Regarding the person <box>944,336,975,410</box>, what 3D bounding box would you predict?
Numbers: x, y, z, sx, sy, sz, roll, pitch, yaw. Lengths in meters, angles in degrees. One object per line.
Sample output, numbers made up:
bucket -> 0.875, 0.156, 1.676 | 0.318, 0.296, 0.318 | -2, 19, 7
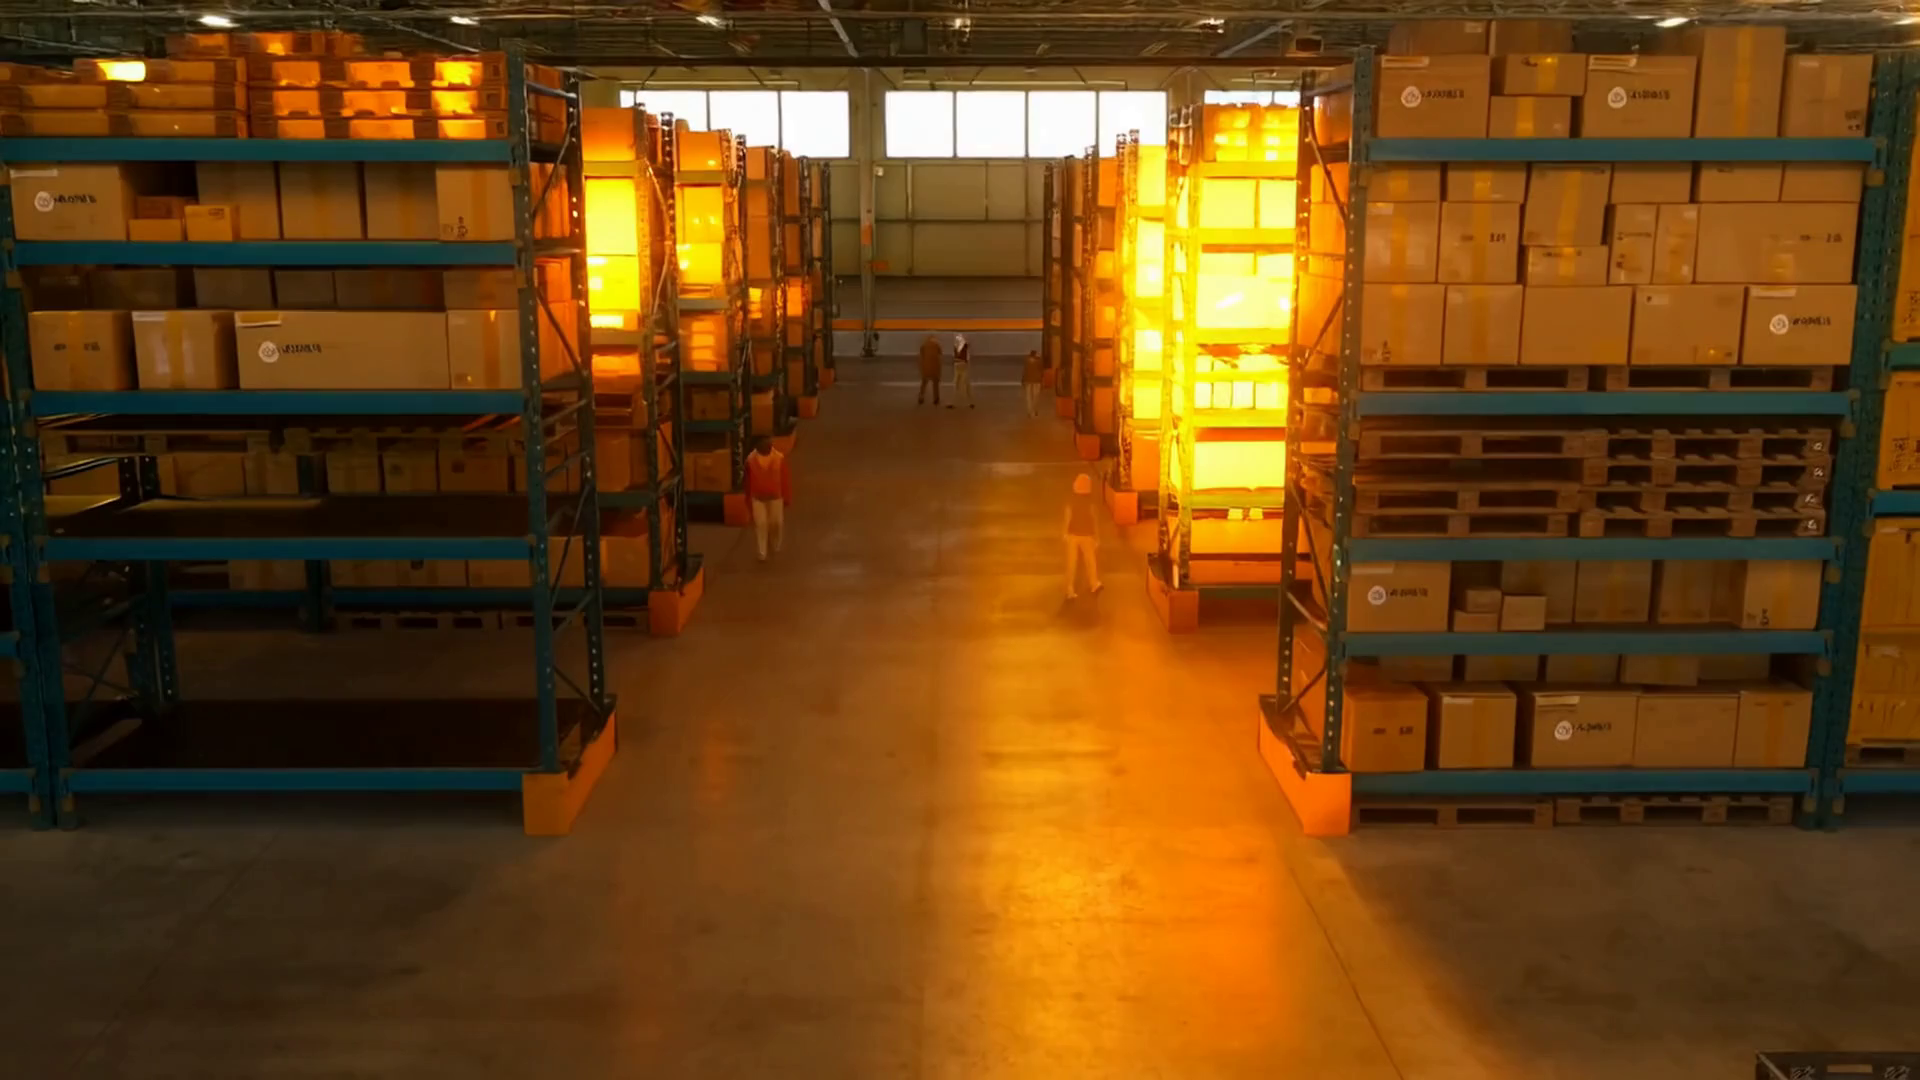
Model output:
person -> 0.042, -4.069, 40.580 | 0.593, 1.803, 0.961 | 10, 15, 41

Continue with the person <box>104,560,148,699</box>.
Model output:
person -> -8.296, 0.835, 16.506 | 0.316, 1.695, 0.541 | -11, 16, -43

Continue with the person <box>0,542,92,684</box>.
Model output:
person -> -9.726, 0.591, 17.411 | 0.910, 1.868, 0.706 | -9, 15, -38

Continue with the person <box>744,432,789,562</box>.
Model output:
person -> -2.717, -0.623, 23.406 | 0.636, 1.830, 0.569 | 0, 11, -2

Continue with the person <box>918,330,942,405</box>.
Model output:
person -> -0.764, -4.307, 41.527 | 0.640, 1.881, 0.860 | 3, 12, 15

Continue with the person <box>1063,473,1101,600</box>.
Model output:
person -> 1.561, -0.069, 21.237 | 0.522, 1.581, 0.843 | 5, 13, 25

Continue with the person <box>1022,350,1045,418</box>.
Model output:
person -> 1.720, -3.648, 38.996 | 0.521, 1.586, 0.865 | 0, 11, 0

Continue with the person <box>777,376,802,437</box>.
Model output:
person -> -3.790, -2.944, 35.479 | 0.871, 1.589, 0.516 | 2, 12, 11
